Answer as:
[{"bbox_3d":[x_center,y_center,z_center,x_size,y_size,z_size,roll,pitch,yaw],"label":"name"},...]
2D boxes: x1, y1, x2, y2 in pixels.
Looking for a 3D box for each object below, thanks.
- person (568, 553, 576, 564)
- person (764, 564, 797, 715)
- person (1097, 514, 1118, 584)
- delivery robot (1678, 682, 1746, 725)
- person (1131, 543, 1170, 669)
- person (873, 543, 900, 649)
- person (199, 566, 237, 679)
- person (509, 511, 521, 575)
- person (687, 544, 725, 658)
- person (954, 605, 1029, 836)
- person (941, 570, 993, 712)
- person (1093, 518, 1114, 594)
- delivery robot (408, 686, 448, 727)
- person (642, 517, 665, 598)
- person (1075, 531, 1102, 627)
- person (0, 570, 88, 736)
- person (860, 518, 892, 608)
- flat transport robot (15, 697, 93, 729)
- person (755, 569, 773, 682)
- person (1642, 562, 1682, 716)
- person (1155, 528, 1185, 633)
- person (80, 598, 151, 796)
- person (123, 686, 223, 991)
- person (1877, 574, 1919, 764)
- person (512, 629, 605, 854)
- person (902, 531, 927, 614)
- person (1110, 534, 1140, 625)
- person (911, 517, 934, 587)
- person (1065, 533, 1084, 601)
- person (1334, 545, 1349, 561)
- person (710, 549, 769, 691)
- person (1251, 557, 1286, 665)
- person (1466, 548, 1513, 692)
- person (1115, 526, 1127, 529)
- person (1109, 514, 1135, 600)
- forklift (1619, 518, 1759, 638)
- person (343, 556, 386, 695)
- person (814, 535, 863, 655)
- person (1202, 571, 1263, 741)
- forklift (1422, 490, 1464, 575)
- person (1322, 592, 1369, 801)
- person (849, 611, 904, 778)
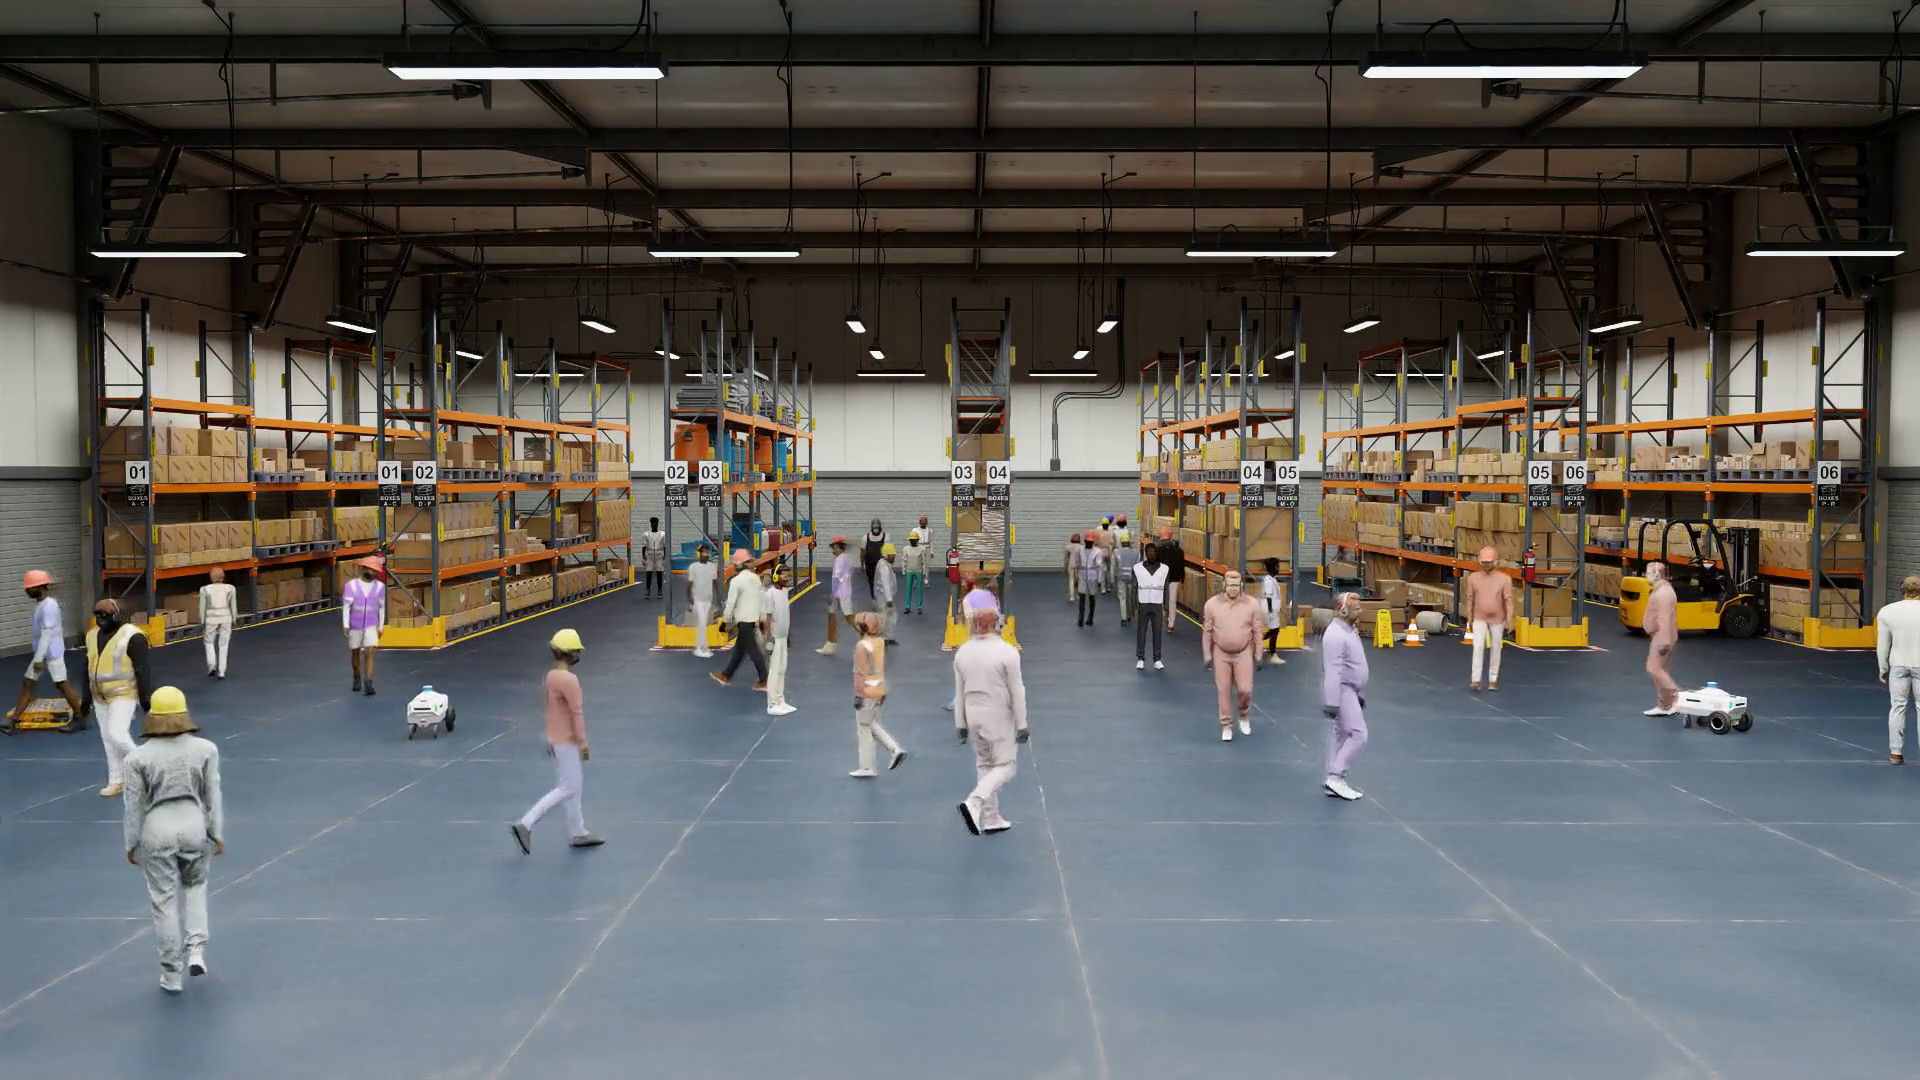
[{"bbox_3d":[-11.246,0.180,46.543,0.404,1.824,0.586,0,2,-6],"label":"person"},{"bbox_3d":[-2.232,1.220,19.993,0.343,1.860,0.511,1,2,20],"label":"person"},{"bbox_3d":[3.977,0.244,43.819,0.635,1.905,0.543,0,2,5],"label":"person"},{"bbox_3d":[8.683,1.888,18.656,0.477,0.478,0.707,-1,3,-32],"label":"delivery robot"},{"bbox_3d":[2.909,1.001,24.703,0.597,1.918,0.382,0,2,-2],"label":"person"},{"bbox_3d":[-1.209,0.949,27.424,0.611,1.803,0.617,0,2,-5],"label":"person"},{"bbox_3d":[-10.761,1.195,23.424,0.527,1.623,0.383,-1,3,-33],"label":"person"},{"bbox_3d":[-12.485,0.163,45.550,0.355,1.937,0.634,1,3,25],"label":"person"},{"bbox_3d":[-4.065,0.988,26.038,0.531,1.832,0.879,-2,3,-41],"label":"person"},{"bbox_3d":[0.212,1.475,13.132,0.641,1.889,0.686,2,3,42],"label":"person"},{"bbox_3d":[0.236,1.268,20.012,0.870,1.770,0.593,2,3,39],"label":"person"},{"bbox_3d":[3.629,0.398,40.344,0.604,1.874,1.019,0,2,9],"label":"person"},{"bbox_3d":[-6.045,1.900,18.348,0.477,0.478,0.707,0,2,-8],"label":"delivery robot"},{"bbox_3d":[-7.332,0.420,38.760,0.614,1.961,0.365,0,2,-8],"label":"person"},{"bbox_3d":[2.510,0.753,31.533,0.558,1.876,1.028,1,2,13],"label":"person"},{"bbox_3d":[-10.395,1.277,18.227,1.025,1.875,0.559,-2,3,-42],"label":"person"},{"bbox_3d":[-1.886,0.500,36.320,0.693,2.000,0.968,0,2,6],"label":"person"},{"bbox_3d":[-10.823,2.052,19.201,0.652,0.197,1.431,-1,2,-18],"label":"flat transport robot"},{"bbox_3d":[-2.736,1.219,22.871,0.575,1.615,0.561,0,2,-3],"label":"person"},{"bbox_3d":[8.536,1.212,19.619,0.466,1.899,0.688,1,2,20],"label":"person"},{"bbox_3d":[3.935,0.747,30.386,0.633,1.972,0.633,1,2,15],"label":"person"},{"bbox_3d":[-7.757,1.439,14.822,0.642,1.825,0.438,1,2,19],"label":"person"},{"bbox_3d":[-4.528,1.702,9.285,0.512,1.726,0.377,-2,3,-36],"label":"person"},{"bbox_3d":[9.692,1.319,16.442,0.627,1.941,0.374,2,3,42],"label":"person"},{"bbox_3d":[-3.134,1.563,12.600,0.723,1.744,0.528,-1,3,-30],"label":"person"},{"bbox_3d":[-0.977,0.692,34.437,0.537,1.765,0.330,0,2,8],"label":"person"},{"bbox_3d":[3.274,0.783,32.029,0.600,1.773,0.968,0,2,0],"label":"person"},{"bbox_3d":[-0.992,0.328,42.321,0.618,1.869,0.350,-1,2,-23],"label":"person"},{"bbox_3d":[2.707,0.637,37.966,0.501,1.586,0.859,0,2,7],"label":"person"},{"bbox_3d":[10.518,0.336,44.724,0.887,1.646,0.548,1,3,32],"label":"person"},{"bbox_3d":[-3.003,1.092,22.157,1.054,1.936,0.623,1,2,24],"label":"person"},{"bbox_3d":[4.798,1.098,25.170,0.521,1.677,0.540,1,2,14],"label":"person"},{"bbox_3d":[7.185,1.092,21.933,0.630,1.946,0.973,1,2,23],"label":"person"},{"bbox_3d":[4.488,0.240,44.433,0.477,1.875,0.583,-1,2,-21],"label":"person"},{"bbox_3d":[3.845,0.406,38.280,0.640,2.030,0.417,0,2,10],"label":"person"},{"bbox_3d":[13.417,0.684,29.791,2.313,2.155,1.214,0,2,0],"label":"forklift"},{"bbox_3d":[-8.068,1.146,21.854,0.579,1.861,1.026,-1,3,-27],"label":"person"},{"bbox_3d":[-1.861,0.900,26.526,0.982,1.984,0.644,0,2,-4],"label":"person"},{"bbox_3d":[3.021,1.285,17.945,0.667,1.892,0.417,0,2,11],"label":"person"},{"bbox_3d":[13.926,-0.371,47.846,1.873,2.768,1.129,0,2,0],"label":"forklift"},{"bbox_3d":[3.525,1.417,14.659,0.434,1.892,0.646,1,2,20],"label":"person"},{"bbox_3d":[-0.841,1.505,15.698,0.430,1.626,0.517,1,2,21],"label":"person"}]
